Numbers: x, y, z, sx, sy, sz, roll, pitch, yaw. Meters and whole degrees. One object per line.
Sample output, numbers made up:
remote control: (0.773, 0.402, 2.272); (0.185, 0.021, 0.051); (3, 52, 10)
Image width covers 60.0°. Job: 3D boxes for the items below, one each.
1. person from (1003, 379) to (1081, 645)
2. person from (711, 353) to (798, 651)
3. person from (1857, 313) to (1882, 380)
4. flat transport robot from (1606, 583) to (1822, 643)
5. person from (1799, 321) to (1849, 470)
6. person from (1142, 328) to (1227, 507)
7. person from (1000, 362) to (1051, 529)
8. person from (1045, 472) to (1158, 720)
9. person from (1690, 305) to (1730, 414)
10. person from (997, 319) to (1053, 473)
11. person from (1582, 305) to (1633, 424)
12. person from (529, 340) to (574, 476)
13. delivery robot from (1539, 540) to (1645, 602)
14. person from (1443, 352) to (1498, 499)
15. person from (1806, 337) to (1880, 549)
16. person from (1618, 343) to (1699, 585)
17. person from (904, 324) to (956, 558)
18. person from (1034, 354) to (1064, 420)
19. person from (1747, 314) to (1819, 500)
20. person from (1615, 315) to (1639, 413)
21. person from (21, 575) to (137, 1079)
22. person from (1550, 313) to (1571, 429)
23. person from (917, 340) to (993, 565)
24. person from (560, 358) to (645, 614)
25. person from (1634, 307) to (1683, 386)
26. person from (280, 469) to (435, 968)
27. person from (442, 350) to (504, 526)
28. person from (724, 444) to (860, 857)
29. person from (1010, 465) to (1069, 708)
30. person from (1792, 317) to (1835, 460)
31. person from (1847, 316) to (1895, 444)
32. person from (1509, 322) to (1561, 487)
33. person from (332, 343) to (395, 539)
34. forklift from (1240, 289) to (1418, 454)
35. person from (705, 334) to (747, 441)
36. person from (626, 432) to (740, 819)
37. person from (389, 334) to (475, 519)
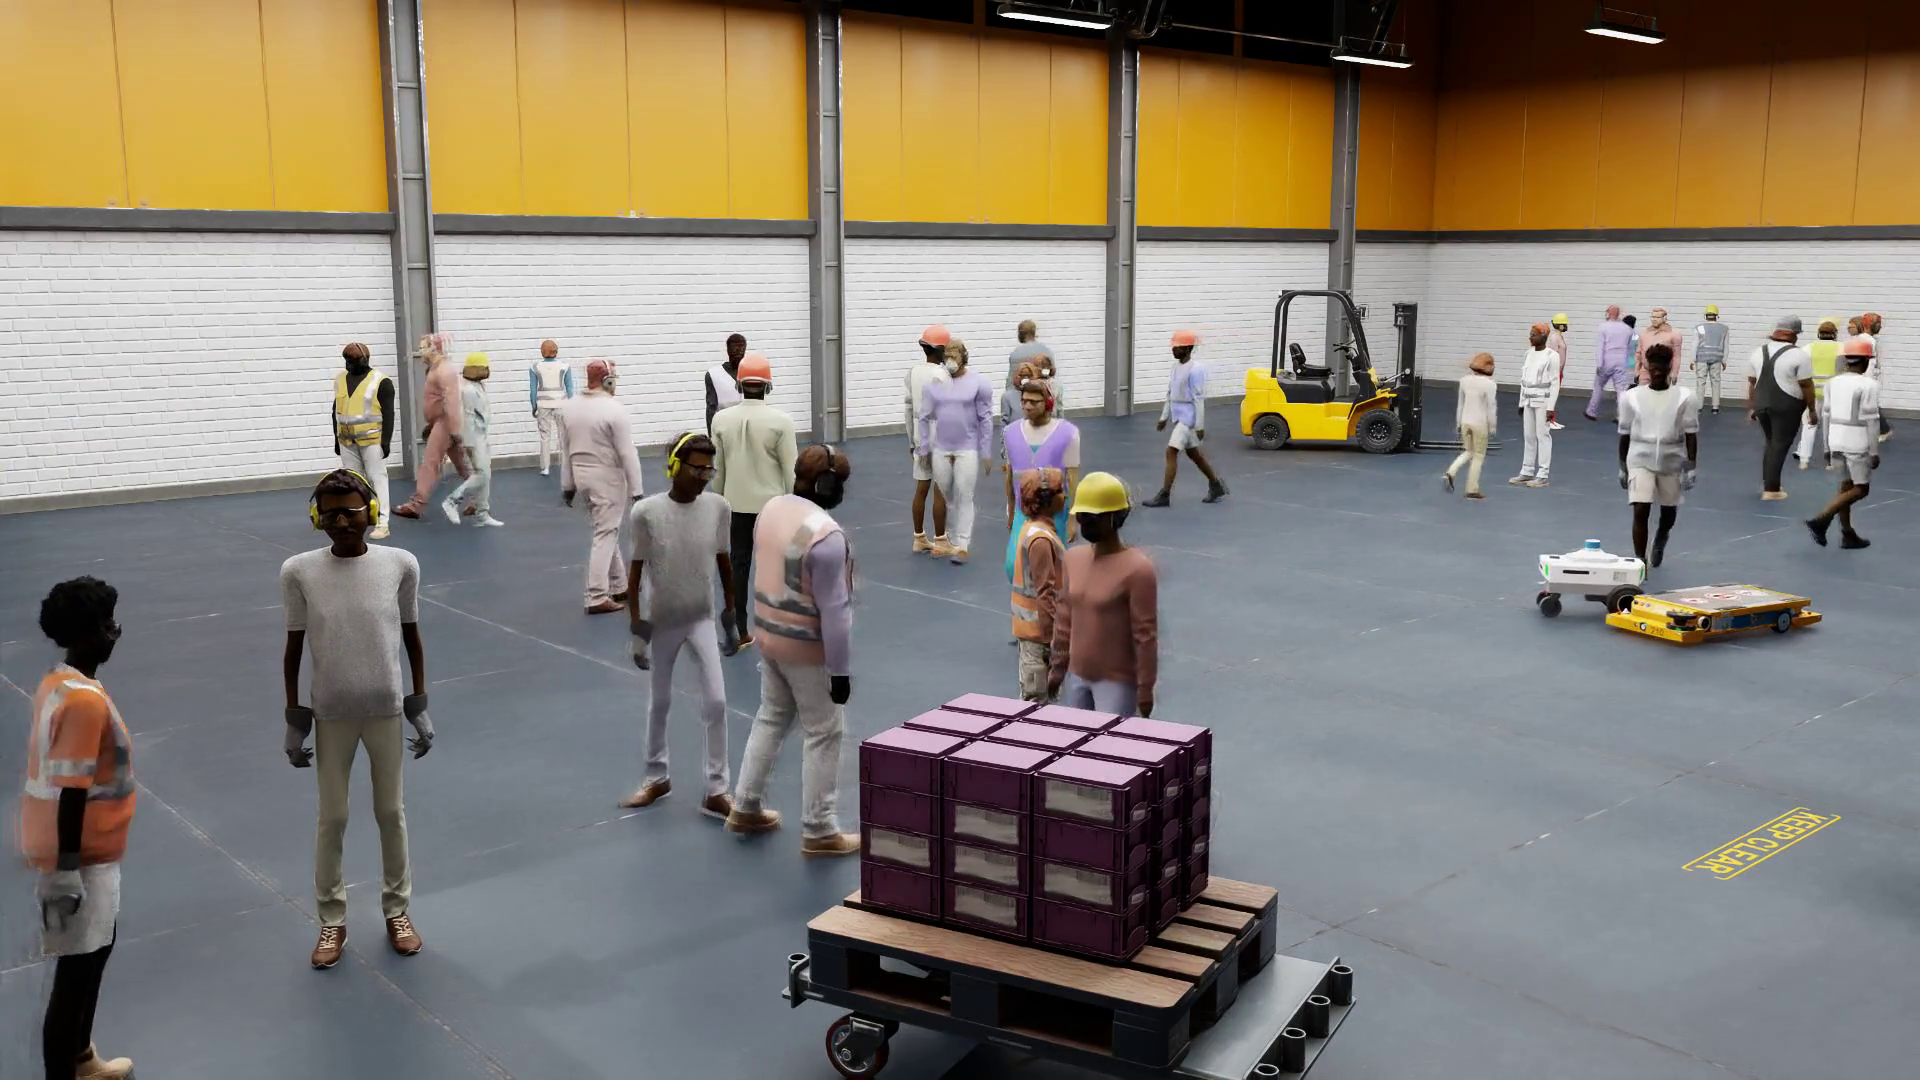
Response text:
person: (0.548, -0.164, 11.138); (0.589, 1.828, 0.469); (5, 11, 25)
person: (-1.348, -0.239, 11.064); (0.622, 1.995, 0.374); (3, 10, 16)
person: (12.172, -2.111, 22.376); (0.356, 1.879, 0.583); (2, 10, 10)
flat transport robot: (5.347, 0.501, 11.777); (1.431, 0.197, 0.652); (-5, 11, -27)
person: (10.663, -1.778, 20.554); (0.623, 1.837, 0.429); (6, 11, 32)
person: (2.425, -1.295, 17.581); (0.986, 1.897, 0.550); (-2, 10, -14)
person: (0.635, -0.907, 16.065); (0.502, 1.627, 0.277); (1, 10, 4)
person: (0.608, 0.580, 6.985); (0.399, 1.755, 0.532); (-7, 12, -37)
person: (12.514, -3.010, 27.798); (0.597, 1.821, 0.403); (1, 10, 9)
person: (0.718, -1.606, 19.355); (0.914, 1.899, 0.650); (9, 13, 42)
person: (10.318, -2.790, 26.428); (0.642, 1.845, 1.020); (-1, 10, -8)
person: (-4.899, -1.583, 19.990); (0.511, 1.638, 0.308); (-2, 10, -13)
delivery robot: (4.626, 0.241, 12.200); (0.707, 0.478, 0.477); (2, 10, 13)
person: (5.534, -1.225, 17.989); (0.447, 1.614, 0.507); (-5, 11, -28)
person: (7.912, -0.848, 14.852); (0.701, 1.921, 0.567); (-3, 10, -16)
person: (5.687, -0.642, 13.597); (0.608, 1.945, 0.817); (3, 10, 19)
person: (-0.211, -0.867, 14.609); (0.376, 2.042, 0.615); (-9, 13, -43)
person: (0.912, -1.133, 17.420); (0.537, 1.615, 0.621); (-4, 10, -22)
person: (8.987, -1.451, 18.032); (0.693, 2.000, 0.692); (-4, 10, -21)
person: (10.867, -2.840, 27.197); (0.562, 1.679, 0.541); (-8, 13, -40)
person: (-2.659, 0.959, 5.015); (0.357, 1.665, 0.685); (-5, 11, -28)
person: (9.136, -2.577, 25.433); (0.314, 1.769, 0.525); (5, 11, 29)
person: (-0.075, -0.744, 14.292); (0.652, 1.916, 0.778); (3, 10, 17)
person: (-2.570, -0.416, 12.451); (0.681, 1.879, 0.816); (7, 12, 36)
person: (10.048, -2.407, 24.034); (0.402, 1.904, 0.652); (-9, 13, -42)
person: (-2.246, 0.656, 6.216); (0.535, 1.863, 0.309); (-4, 10, -22)
person: (-4.724, -0.970, 16.118); (0.474, 1.733, 0.488); (-1, 10, -3)
person: (-0.725, 0.490, 7.328); (0.519, 1.823, 0.751); (-7, 12, -35)
person: (0.396, 0.461, 8.003); (0.308, 1.644, 0.510); (-1, 10, -3)
person: (11.192, -1.950, 21.518); (1.074, 1.859, 0.598); (-8, 13, -41)
person: (12.706, -2.235, 23.327); (0.866, 1.812, 0.500); (0, 10, 0)
person: (6.611, -1.547, 19.059); (0.357, 1.883, 0.573); (-3, 10, -18)
person: (-5.591, -0.922, 15.542); (0.619, 1.837, 0.430); (3, 10, 15)
forklift: (5.034, -2.339, 22.783); (2.313, 2.155, 1.214); (3, 10, 16)
person: (-2.129, -0.999, 15.771); (0.590, 1.911, 0.394); (-6, 11, -32)
person: (-1.289, 0.406, 7.808); (0.545, 1.820, 0.664); (-4, 11, -23)
person: (-5.269, -1.130, 16.701); (0.991, 1.853, 0.645); (-3, 10, -16)
